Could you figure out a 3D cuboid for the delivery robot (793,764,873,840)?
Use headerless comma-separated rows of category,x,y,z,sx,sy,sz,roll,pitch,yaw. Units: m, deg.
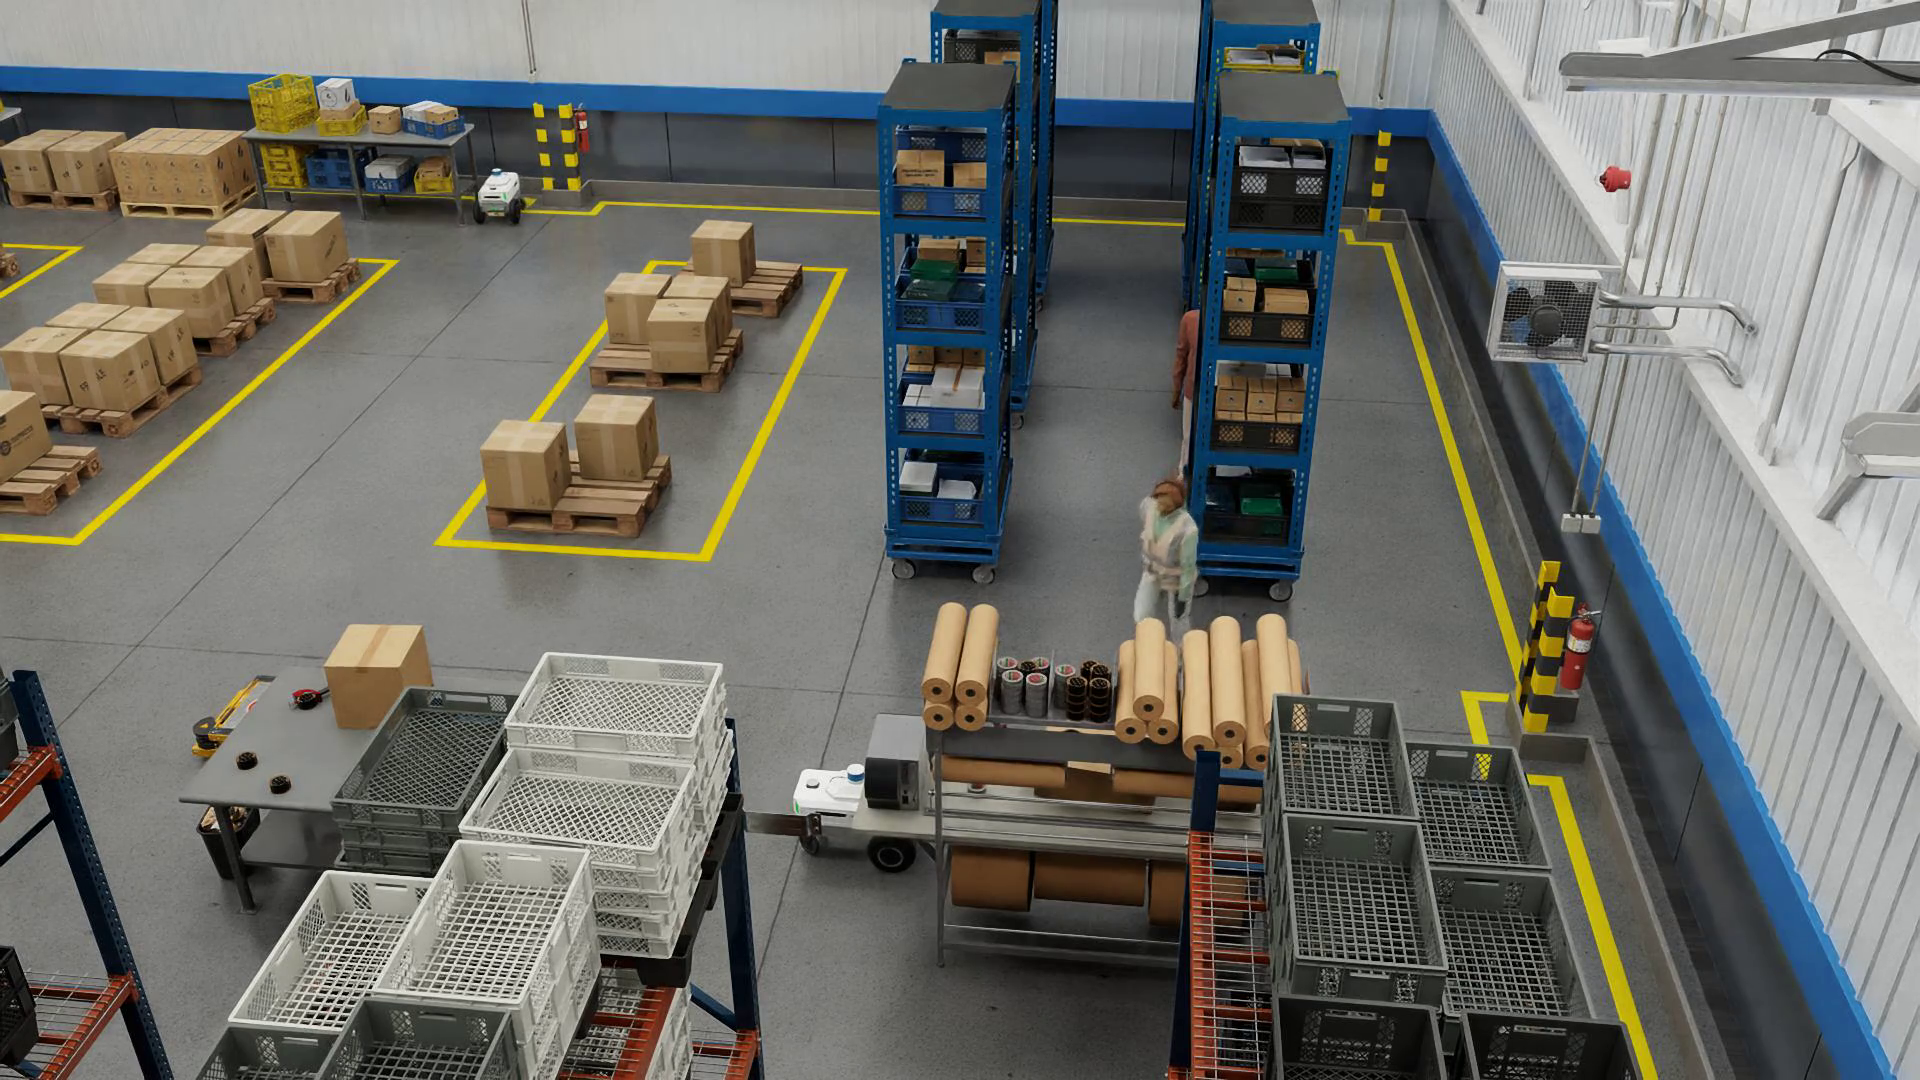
delivery robot,-0.600,1.521,9.663,0.707,0.478,0.477,4,31,7

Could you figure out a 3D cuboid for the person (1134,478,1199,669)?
person,1.364,0.259,10.879,0.605,1.590,0.533,-26,39,-37

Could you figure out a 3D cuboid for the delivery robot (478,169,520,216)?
delivery robot,-5.331,-4.047,19.227,0.477,0.478,0.707,-1,30,-1
